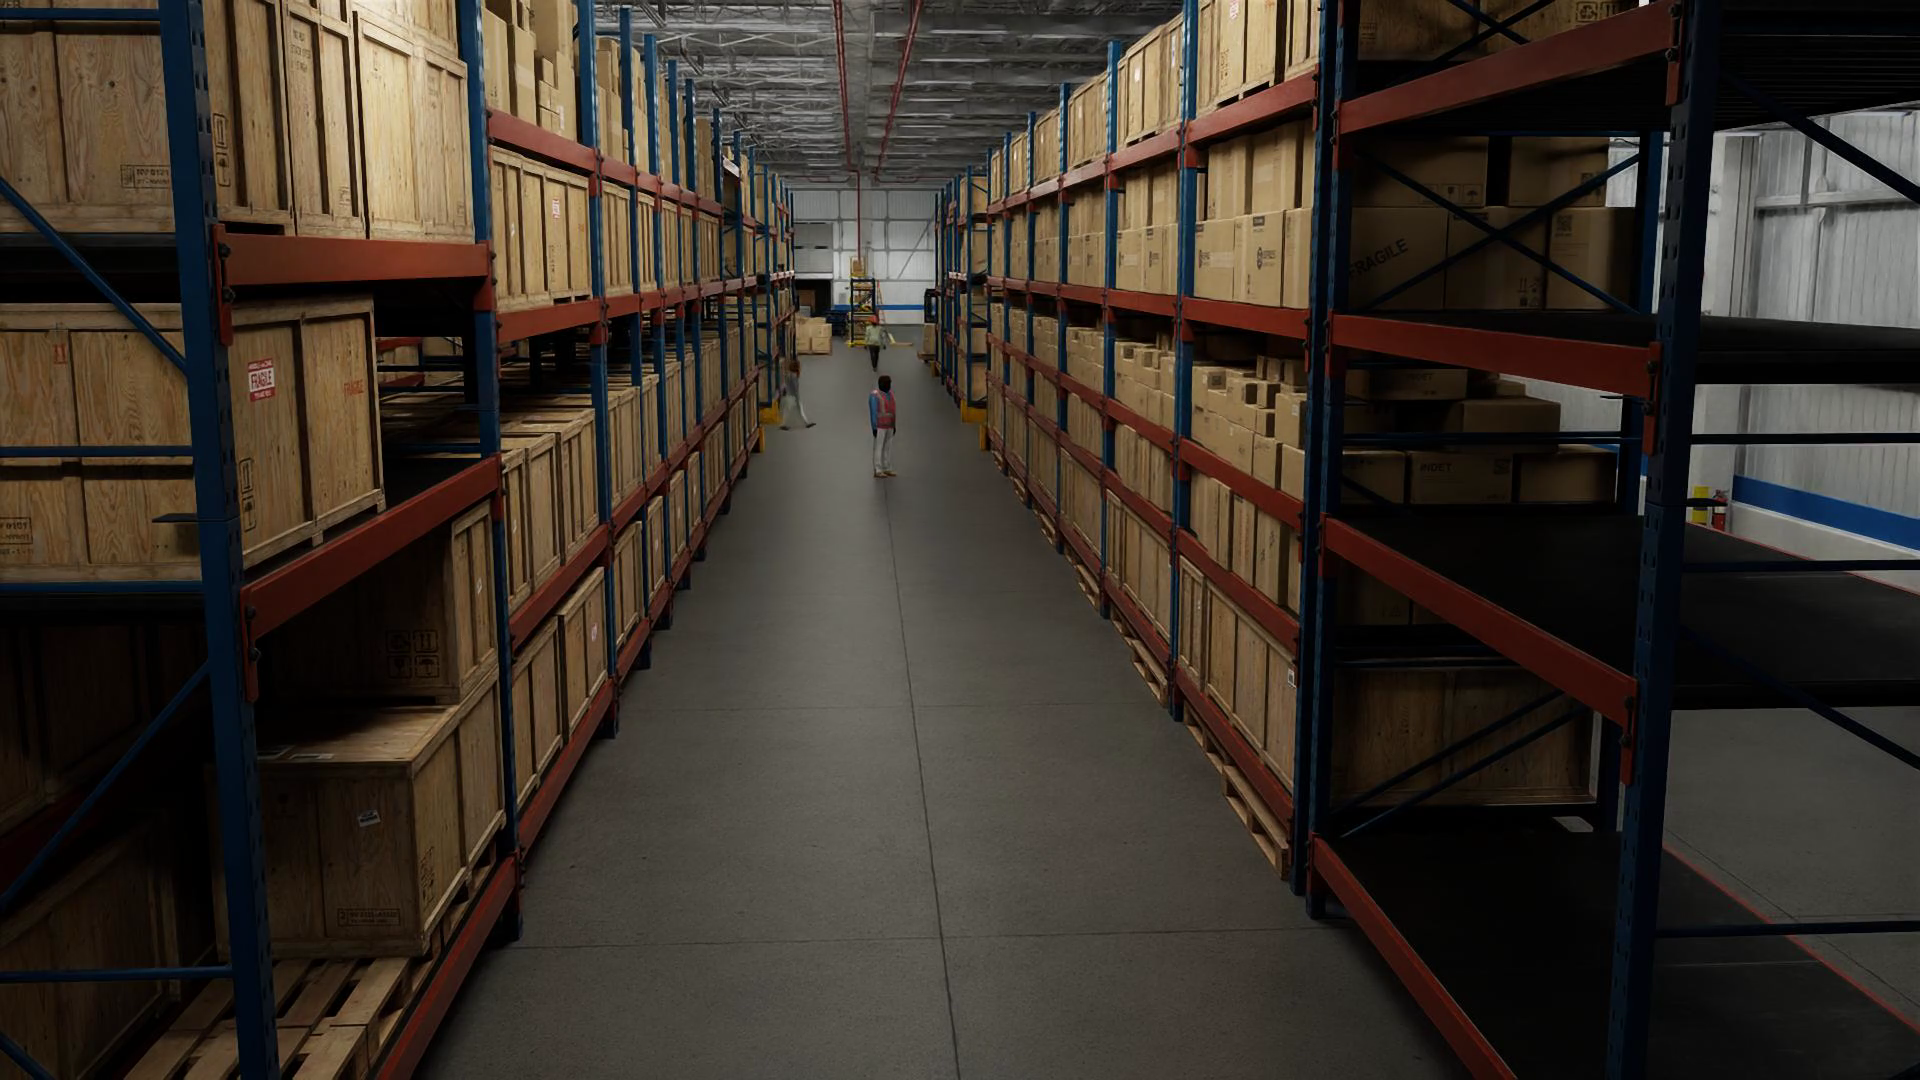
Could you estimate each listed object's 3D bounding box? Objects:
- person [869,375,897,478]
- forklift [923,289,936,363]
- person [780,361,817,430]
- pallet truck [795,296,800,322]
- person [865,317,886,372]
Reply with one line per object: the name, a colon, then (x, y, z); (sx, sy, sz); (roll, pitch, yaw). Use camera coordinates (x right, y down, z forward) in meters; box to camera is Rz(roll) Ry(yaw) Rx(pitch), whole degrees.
person: (-1.355, -2.027, 29.694); (0.430, 1.837, 0.626); (7, 12, 36)
forklift: (-0.830, -8.176, 63.306); (1.129, 2.768, 1.873); (-1, 10, -3)
person: (-3.731, -3.289, 37.951); (0.867, 1.580, 0.525); (0, 10, -2)
pallet truck: (-8.622, -12.439, 91.403); (1.885, 1.965, 0.823); (2, 10, 13)
person: (-2.965, -6.822, 58.088); (0.673, 1.929, 1.066); (-2, 10, -14)
